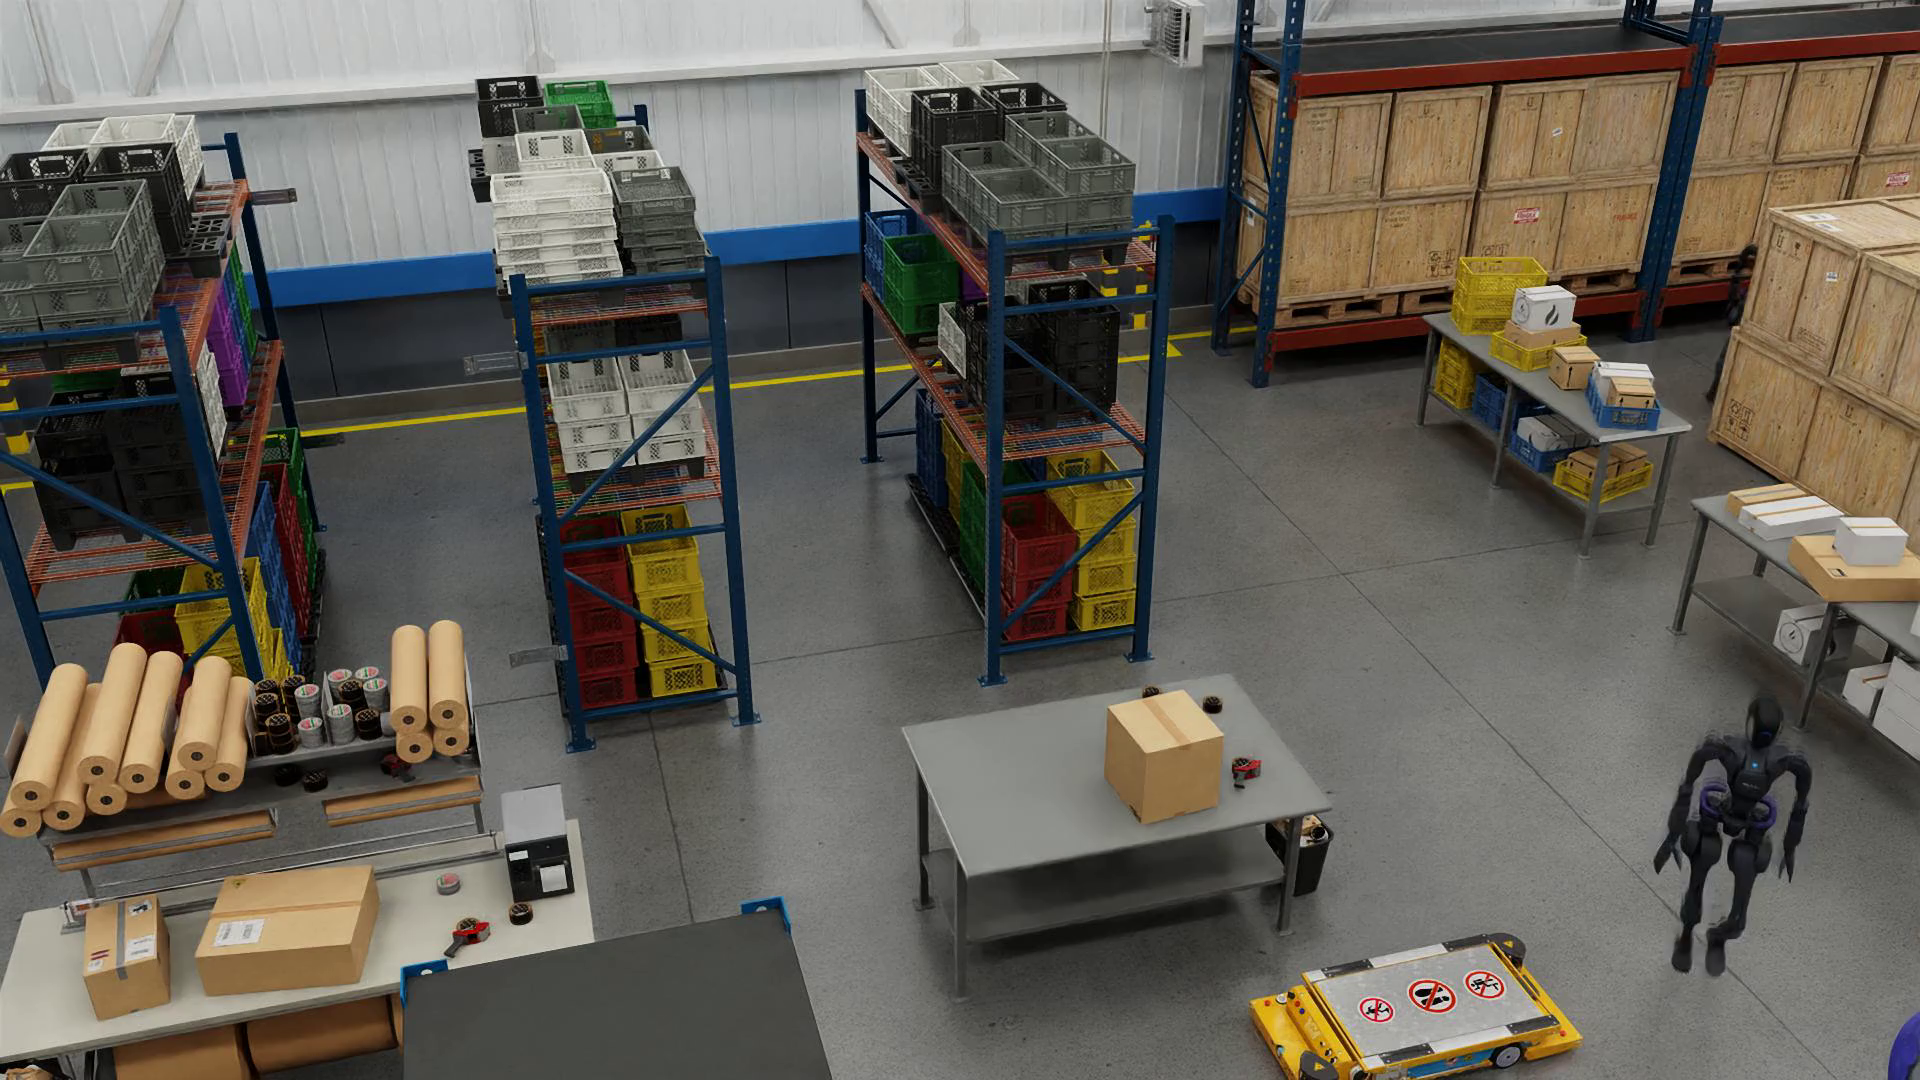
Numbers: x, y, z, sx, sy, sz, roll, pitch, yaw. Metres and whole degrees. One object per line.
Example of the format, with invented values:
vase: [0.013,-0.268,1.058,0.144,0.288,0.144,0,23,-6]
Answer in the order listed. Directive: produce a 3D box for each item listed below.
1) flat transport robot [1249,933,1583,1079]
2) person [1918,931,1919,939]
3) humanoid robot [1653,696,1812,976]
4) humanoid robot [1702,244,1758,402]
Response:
flat transport robot: [2.184,2.282,7.980,1.431,0.197,0.652,-8,30,-14]
person: [5.159,1.231,8.248,0.356,1.881,0.573,18,33,29]
humanoid robot: [3.731,1.455,8.052,0.631,1.640,0.432,12,31,21]
humanoid robot: [6.848,-1.937,14.216,0.672,1.638,0.484,16,33,26]
